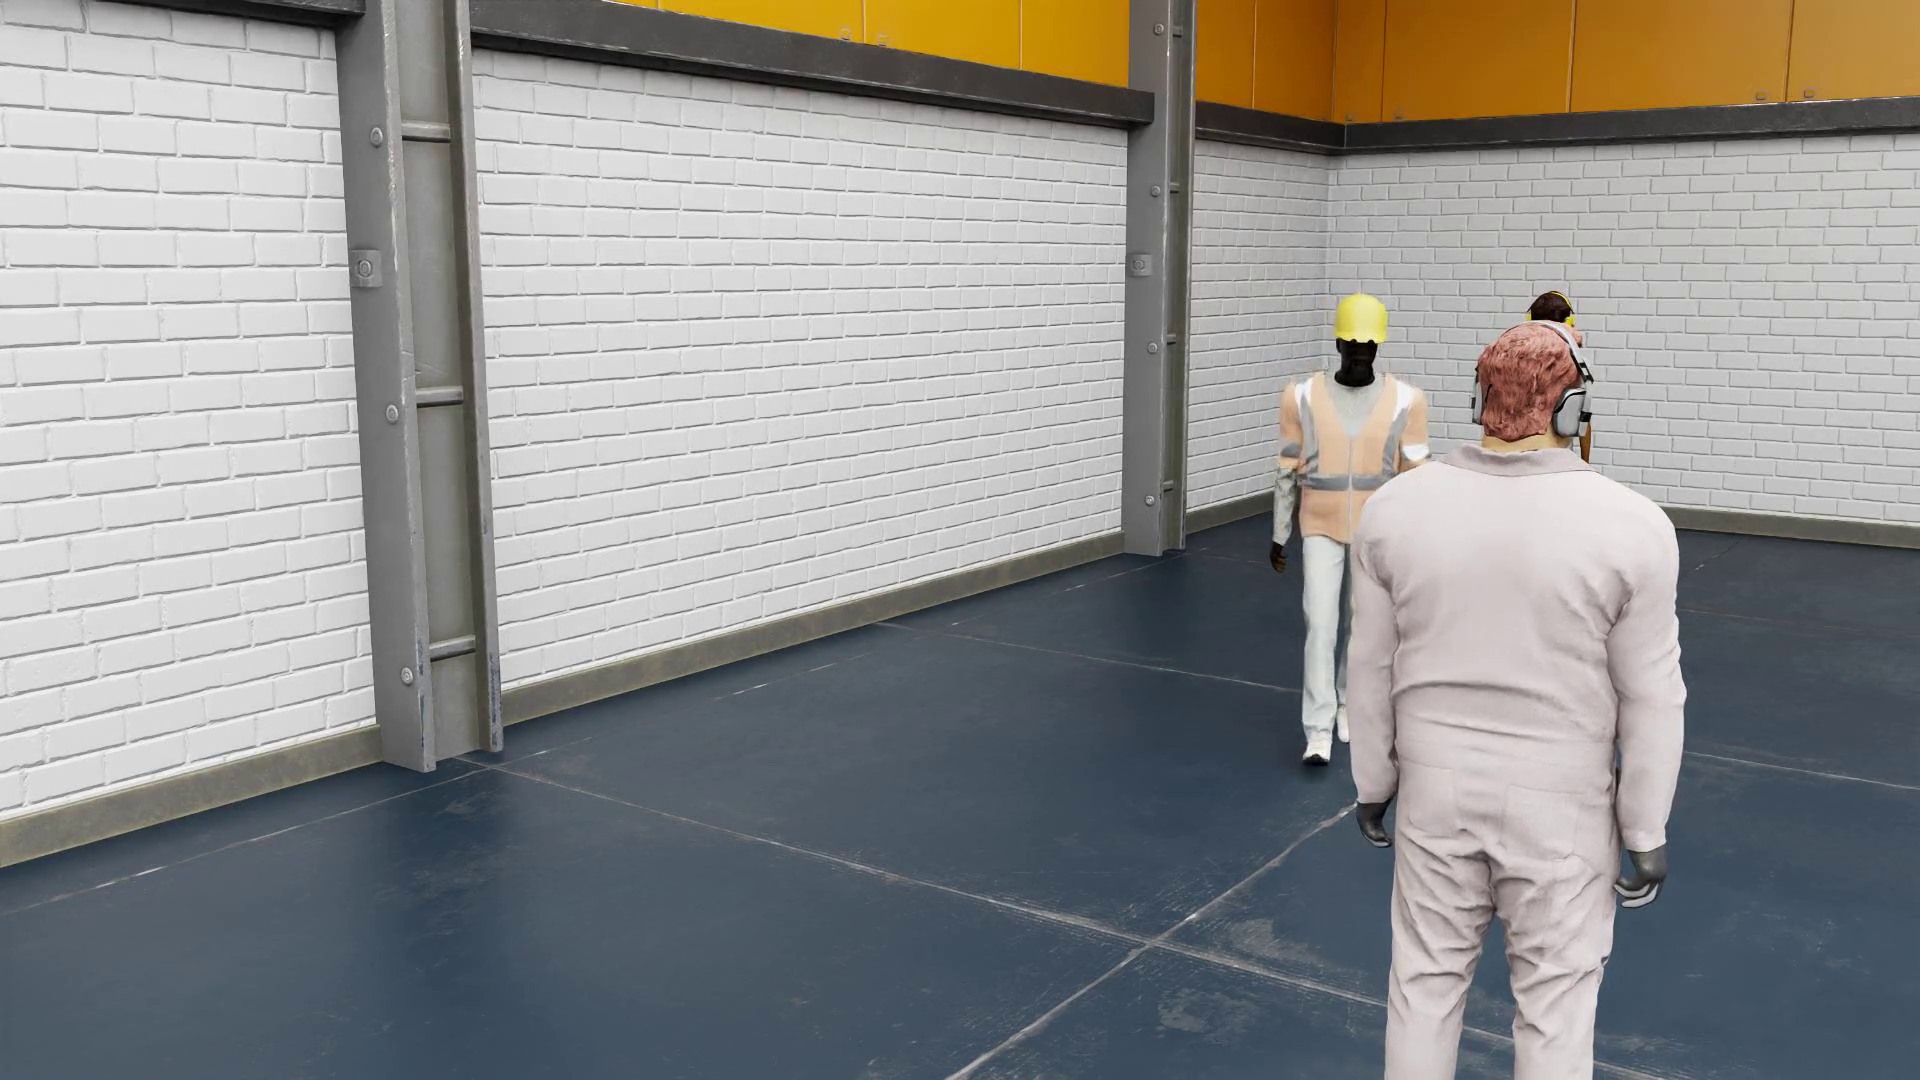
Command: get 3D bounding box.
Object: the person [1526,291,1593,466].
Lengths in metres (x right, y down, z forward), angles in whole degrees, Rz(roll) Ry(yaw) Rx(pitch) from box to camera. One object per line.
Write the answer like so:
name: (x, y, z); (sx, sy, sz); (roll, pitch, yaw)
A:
person: (3.021, -0.349, 8.653); (0.538, 1.861, 0.313); (7, 12, 35)

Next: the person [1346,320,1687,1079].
person: (1.117, 0.514, 3.379); (0.655, 1.906, 0.407); (7, 12, 35)

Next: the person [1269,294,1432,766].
person: (1.576, -0.030, 6.696); (0.628, 1.880, 0.963); (2, 10, 10)
